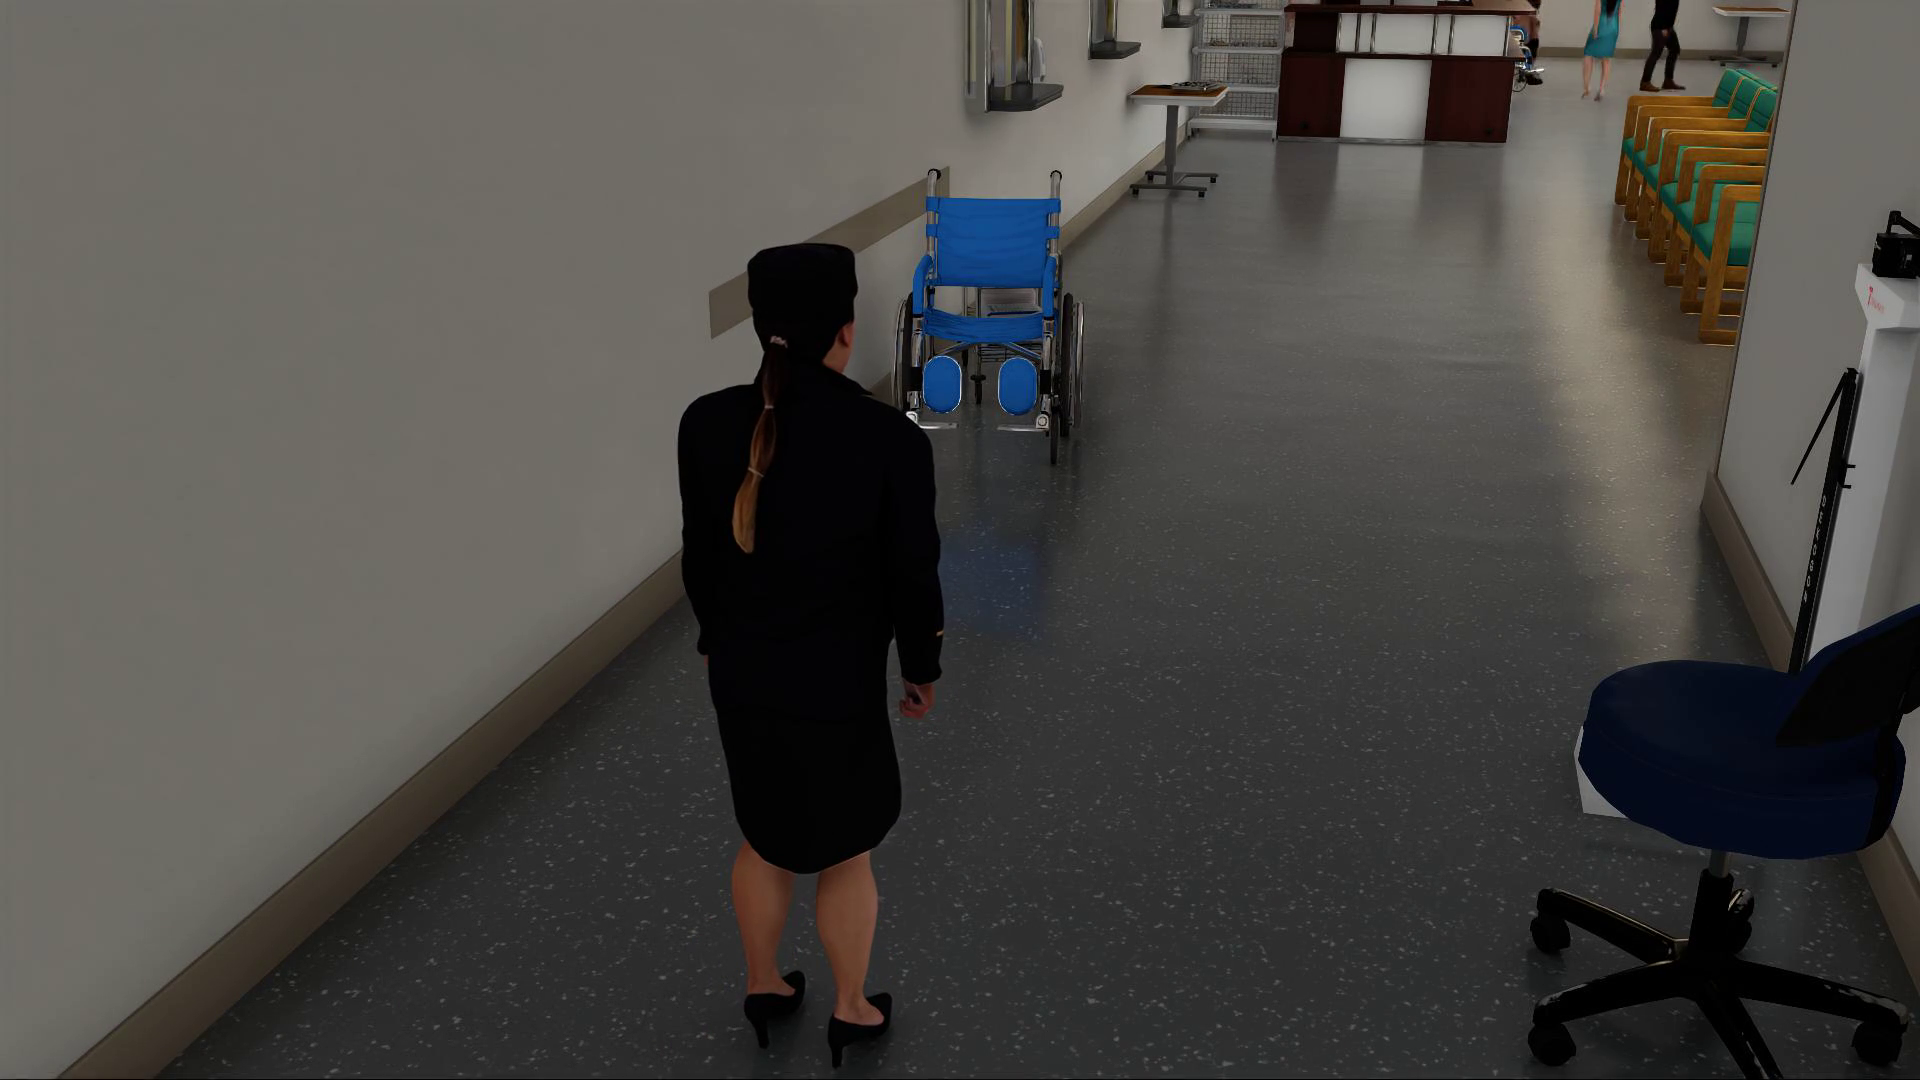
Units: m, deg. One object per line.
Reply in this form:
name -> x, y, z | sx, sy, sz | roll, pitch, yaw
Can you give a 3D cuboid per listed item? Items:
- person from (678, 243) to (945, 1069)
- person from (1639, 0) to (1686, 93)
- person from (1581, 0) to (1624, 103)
person -> -0.309, 0.266, 3.233 | 0.539, 1.672, 0.727 | 5, 21, 14
person -> 9.019, -6.657, 21.462 | 0.916, 1.706, 0.843 | 17, 27, 38
person -> 7.895, -6.181, 20.258 | 0.683, 1.669, 0.722 | -1, 21, -3
